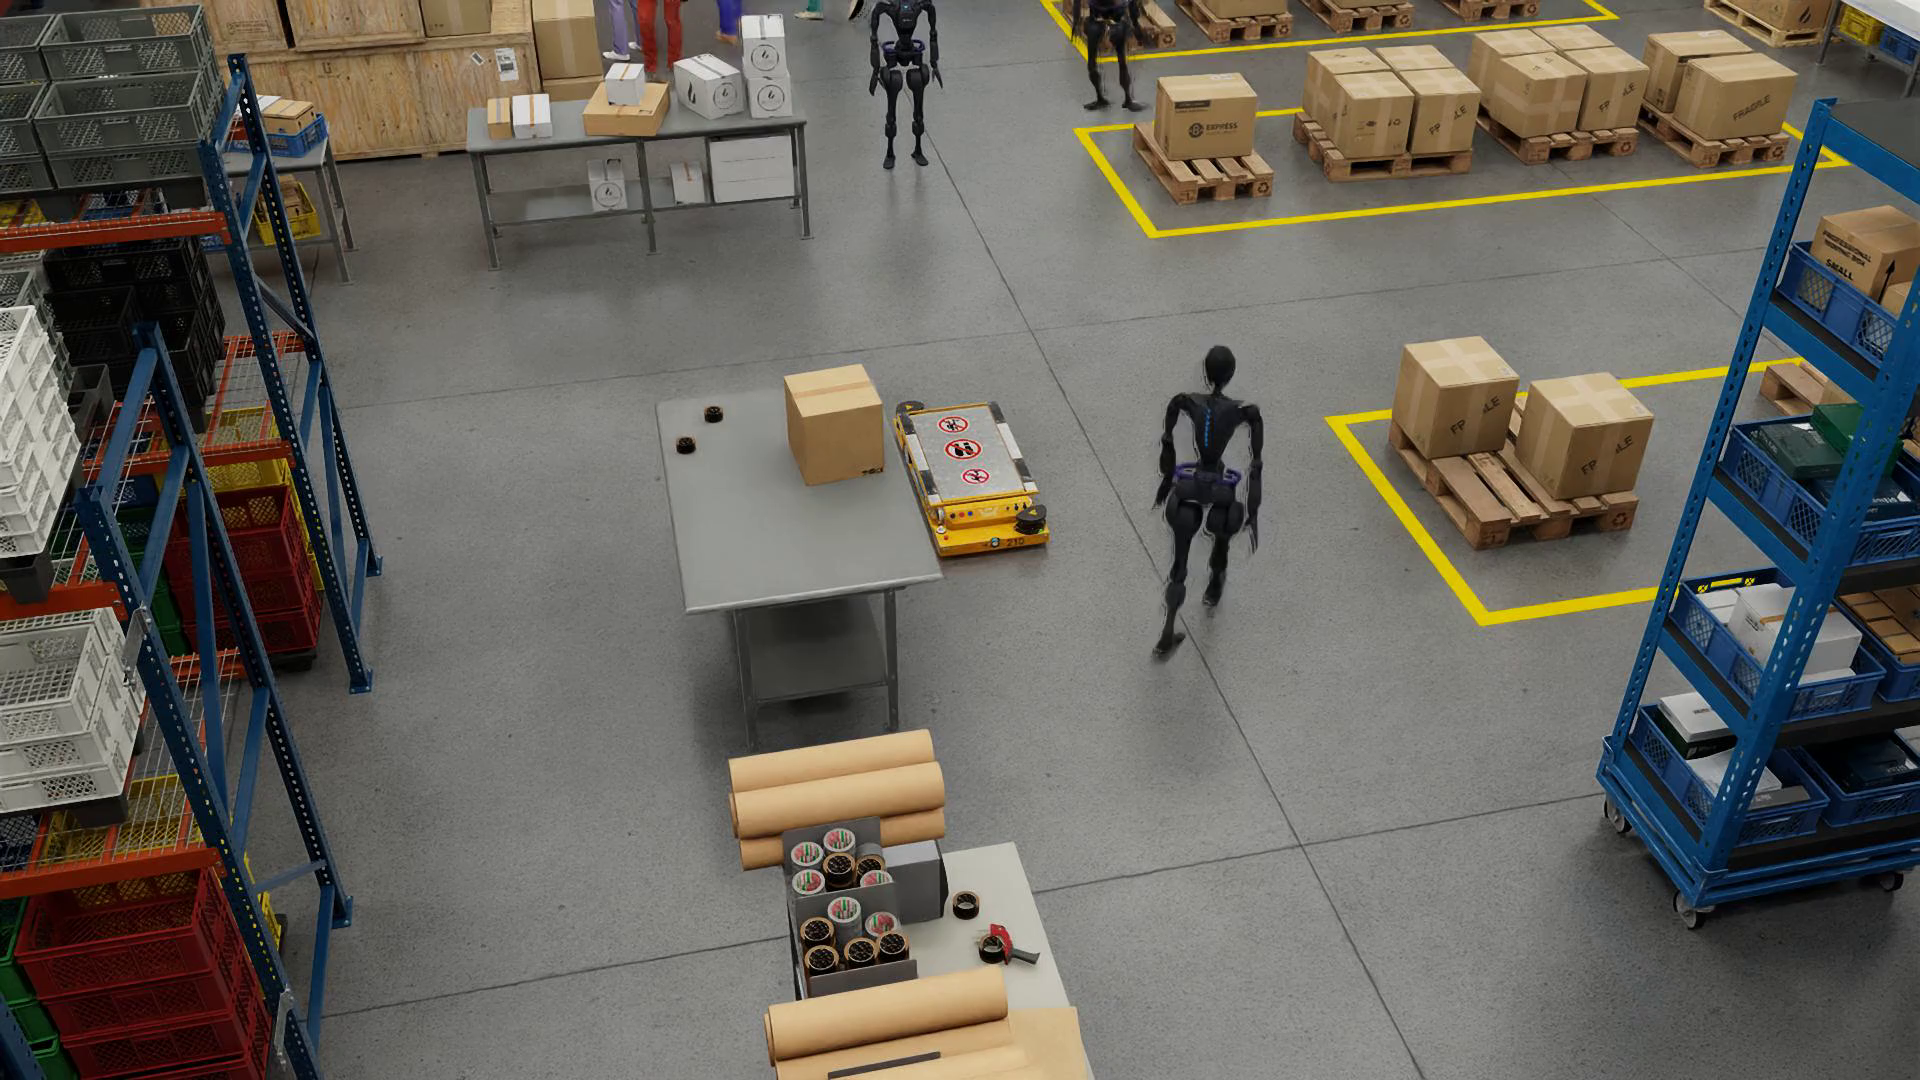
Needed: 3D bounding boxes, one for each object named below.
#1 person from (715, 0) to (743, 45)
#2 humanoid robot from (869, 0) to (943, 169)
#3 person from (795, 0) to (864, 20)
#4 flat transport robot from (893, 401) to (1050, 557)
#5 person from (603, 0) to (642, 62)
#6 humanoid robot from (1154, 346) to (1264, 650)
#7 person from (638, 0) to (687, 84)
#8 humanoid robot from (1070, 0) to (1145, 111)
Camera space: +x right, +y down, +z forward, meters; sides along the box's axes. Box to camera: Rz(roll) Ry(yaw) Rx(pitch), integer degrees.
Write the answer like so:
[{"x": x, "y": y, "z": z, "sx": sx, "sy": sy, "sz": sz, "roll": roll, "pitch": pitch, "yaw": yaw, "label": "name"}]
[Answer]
[{"x": -2.335, "y": -5.799, "z": 15.865, "sx": 0.706, "sy": 2.000, "sz": 0.665, "roll": -30, "pitch": 46, "yaw": -34, "label": "person"}, {"x": -0.444, "y": -3.845, "z": 13.529, "sx": 0.610, "sy": 1.657, "sz": 0.310, "roll": -7, "pitch": 37, "yaw": -10, "label": "humanoid robot"}, {"x": -1.339, "y": -5.900, "z": 16.270, "sx": 0.694, "sy": 1.721, "sz": 0.551, "roll": 17, "pitch": 40, "yaw": 22, "label": "person"}, {"x": 0.046, "y": -0.430, "z": 10.108, "sx": 0.652, "sy": 0.197, "sz": 1.431, "roll": -8, "pitch": 37, "yaw": -10, "label": "flat transport robot"}, {"x": -3.226, "y": -5.457, "z": 15.512, "sx": 0.405, "sy": 1.918, "sz": 0.582, "roll": 25, "pitch": 44, "yaw": 30, "label": "person"}, {"x": 1.288, "y": -0.196, "z": 8.705, "sx": 0.625, "sy": 1.617, "sz": 0.795, "roll": 12, "pitch": 38, "yaw": 16, "label": "humanoid robot"}, {"x": -2.700, "y": -5.003, "z": 14.871, "sx": 0.663, "sy": 1.951, "sz": 0.634, "roll": 5, "pitch": 37, "yaw": 7, "label": "person"}, {"x": 1.310, "y": -4.513, "z": 14.451, "sx": 0.663, "sy": 1.624, "sz": 0.427, "roll": 18, "pitch": 40, "yaw": 22, "label": "humanoid robot"}]
